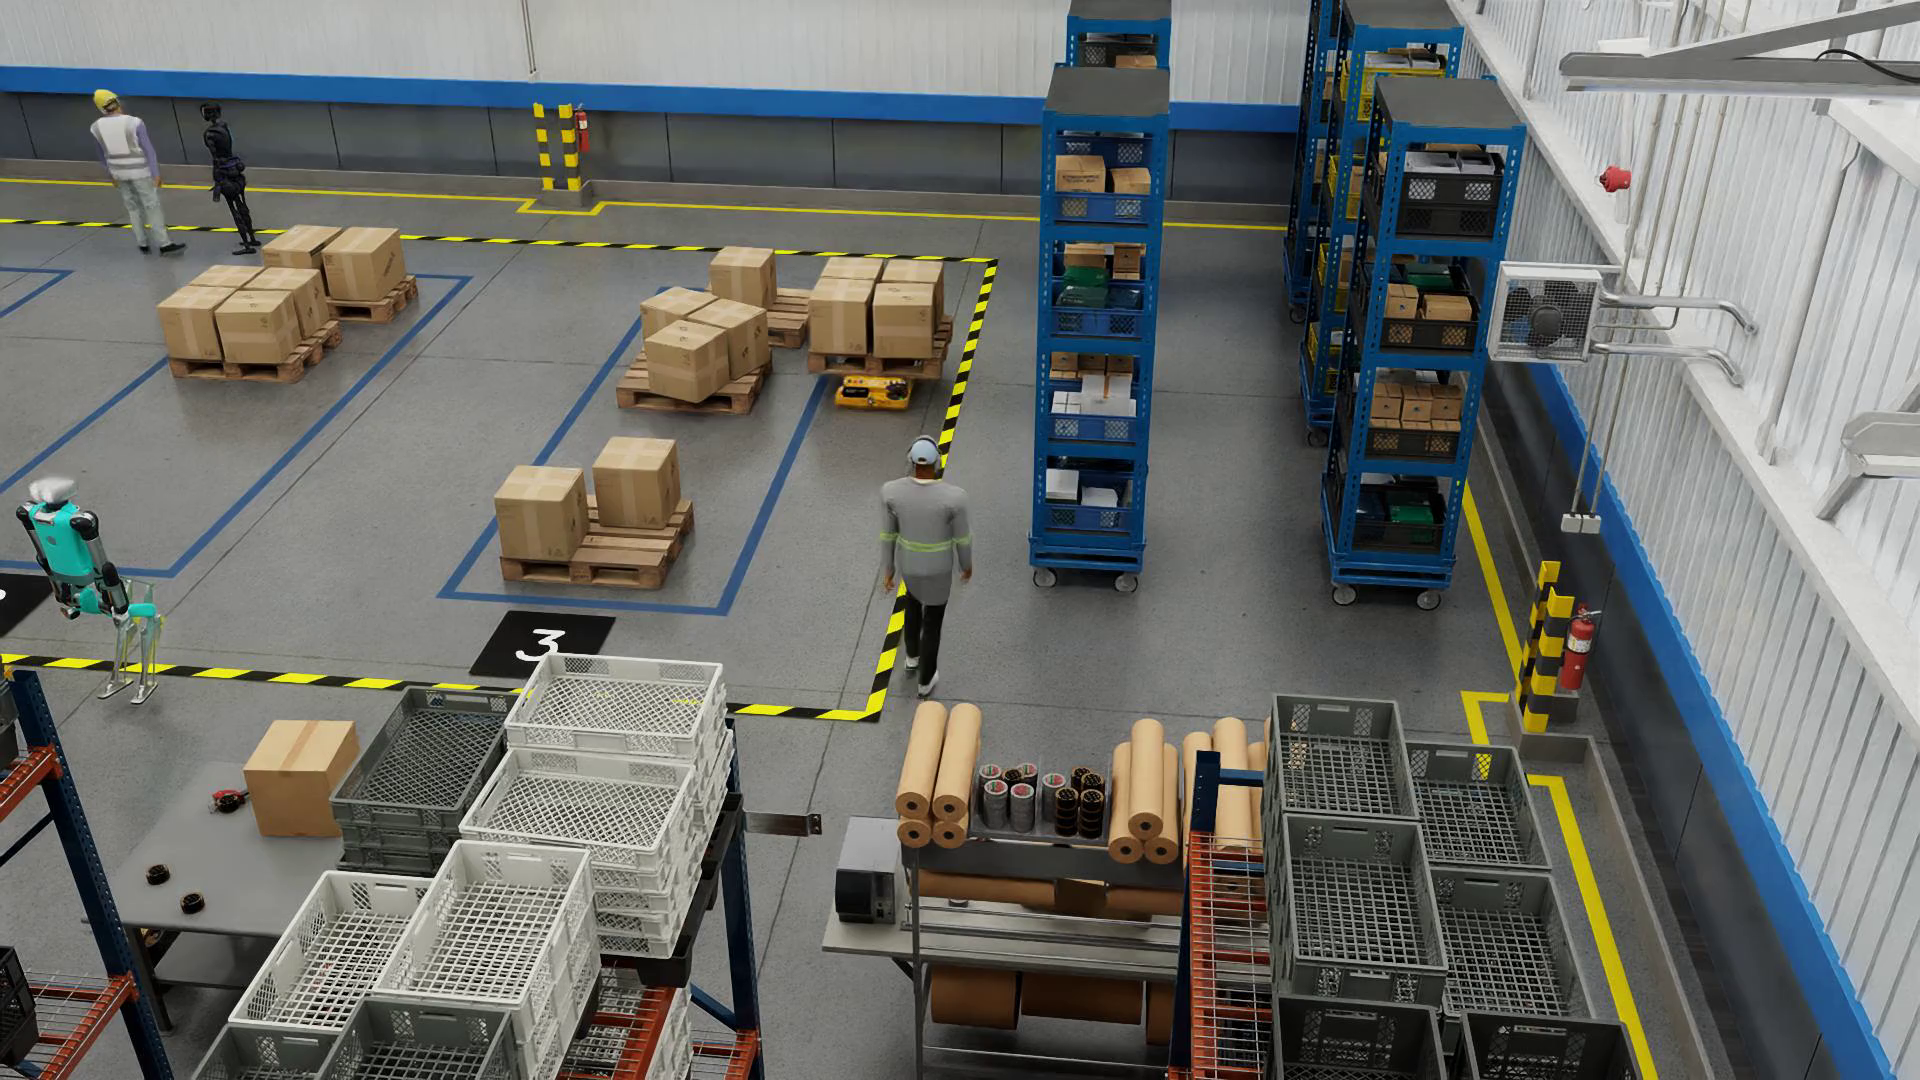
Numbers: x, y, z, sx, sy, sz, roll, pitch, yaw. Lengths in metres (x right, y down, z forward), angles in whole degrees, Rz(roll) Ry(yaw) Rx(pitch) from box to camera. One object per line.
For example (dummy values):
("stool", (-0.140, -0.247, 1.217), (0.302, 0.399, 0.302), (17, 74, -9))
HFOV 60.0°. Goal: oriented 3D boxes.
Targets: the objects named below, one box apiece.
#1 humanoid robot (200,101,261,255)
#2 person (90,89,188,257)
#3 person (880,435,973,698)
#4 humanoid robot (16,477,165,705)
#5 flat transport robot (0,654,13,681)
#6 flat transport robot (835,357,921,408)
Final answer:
("humanoid robot", (-7.926, -3.926, 18.002), (0.315, 1.657, 0.599), (-1, 30, -2))
("person", (-8.896, -3.965, 17.979), (0.731, 1.781, 0.434), (2, 30, 3))
("person", (-0.201, 0.133, 10.882), (0.585, 1.834, 0.643), (9, 31, 15))
("humanoid robot", (-5.443, 0.251, 10.645), (0.533, 1.681, 0.735), (8, 31, 14))
("flat transport robot", (-7.142, 0.969, 11.010), (1.431, 0.231, 0.659), (3, 30, 6))
("flat transport robot", (-0.719, -1.632, 15.449), (0.652, 0.197, 1.431), (3, 30, 6))
